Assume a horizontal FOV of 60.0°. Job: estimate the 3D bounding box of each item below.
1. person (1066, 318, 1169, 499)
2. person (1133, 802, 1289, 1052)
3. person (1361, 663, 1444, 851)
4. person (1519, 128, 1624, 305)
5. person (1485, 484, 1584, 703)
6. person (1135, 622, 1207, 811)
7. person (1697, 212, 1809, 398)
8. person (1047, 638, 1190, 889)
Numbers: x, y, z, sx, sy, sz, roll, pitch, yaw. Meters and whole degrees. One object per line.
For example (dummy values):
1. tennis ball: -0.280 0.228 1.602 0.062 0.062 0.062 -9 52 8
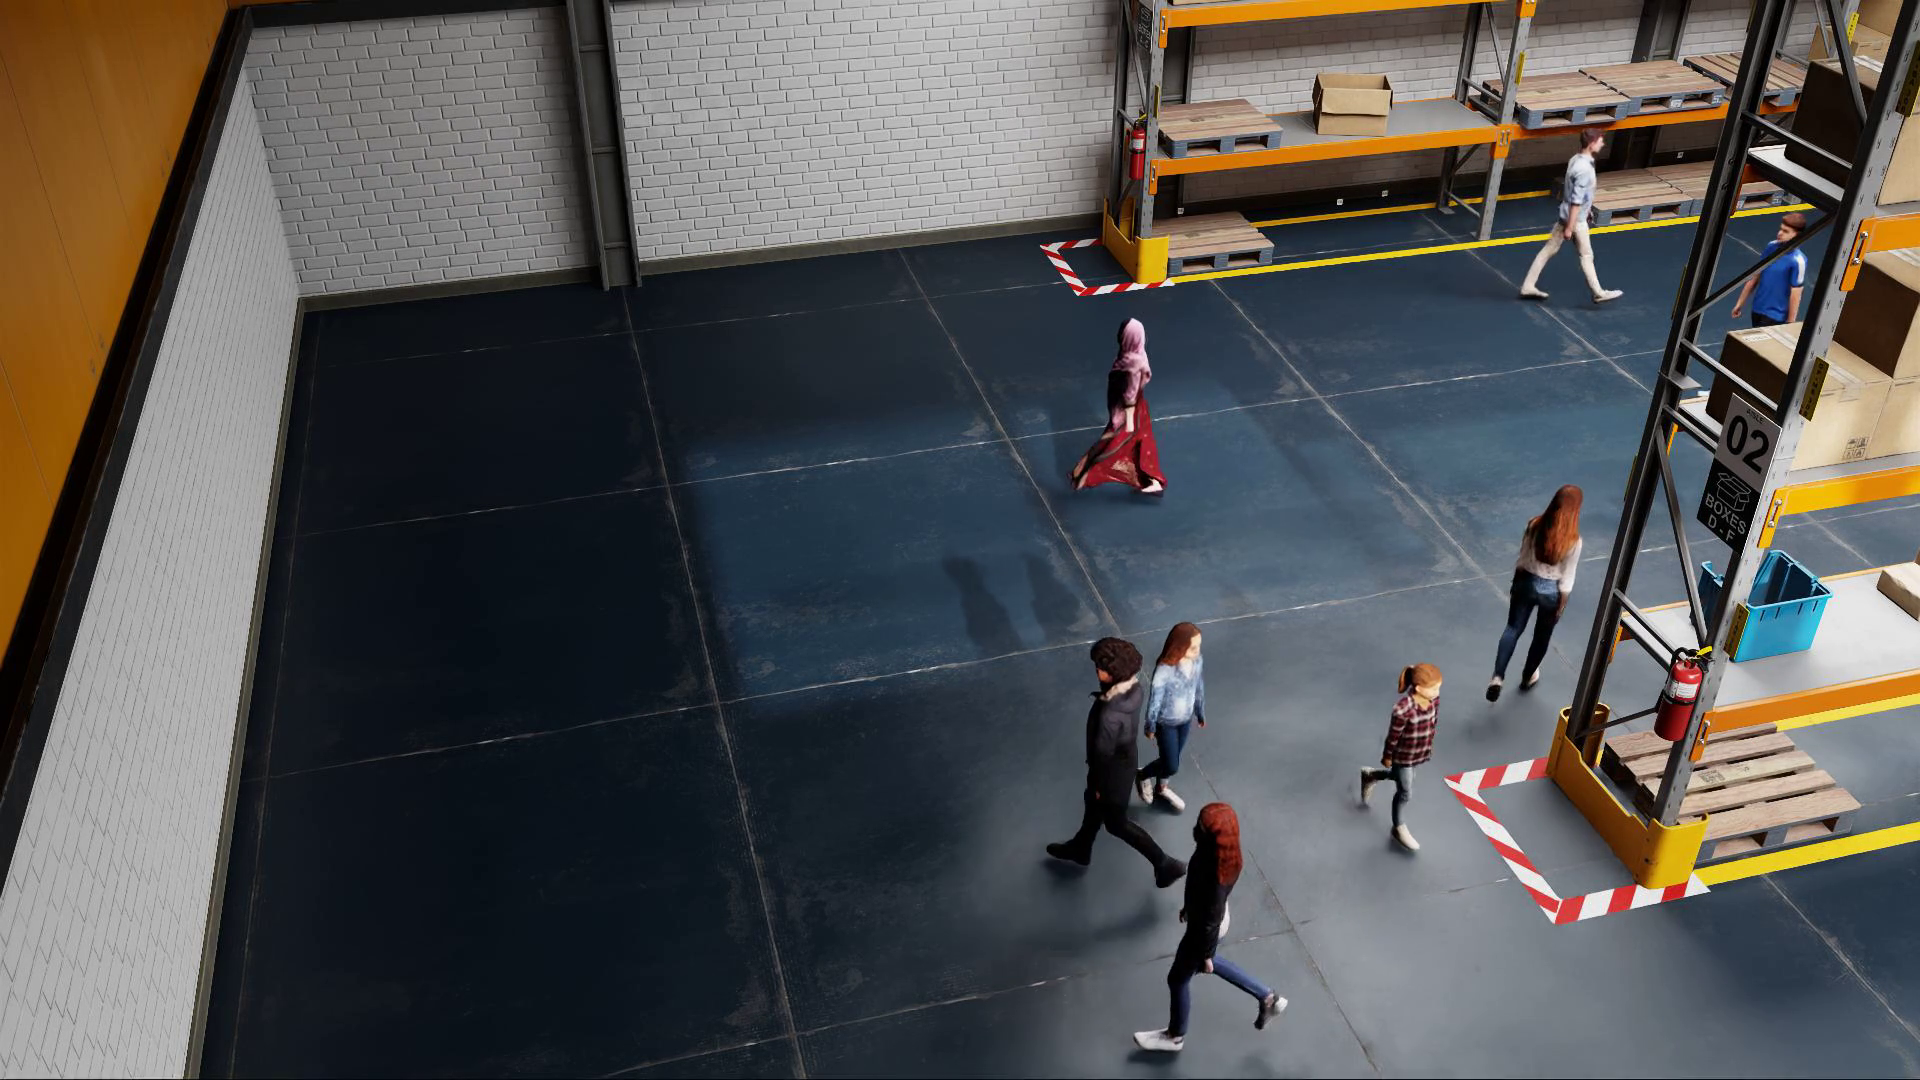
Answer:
1. person: 1.440 -1.019 13.463 1.173 1.587 0.989 10 35 14
2. person: 1.361 2.041 8.694 1.113 1.771 0.821 2 34 4
3. person: 2.730 1.256 10.310 0.847 1.289 0.745 -18 37 -24
4. person: 5.992 -3.203 16.555 1.294 1.802 1.006 5 34 8
5. person: 3.877 0.394 11.229 0.913 1.708 1.024 23 40 31
6. person: 1.274 1.075 10.421 0.680 1.467 0.750 -29 43 -36
7. person: 7.272 -2.019 14.759 1.183 1.817 0.712 -7 34 -11
8. person: 0.980 1.359 9.744 1.214 1.743 1.041 11 35 16
